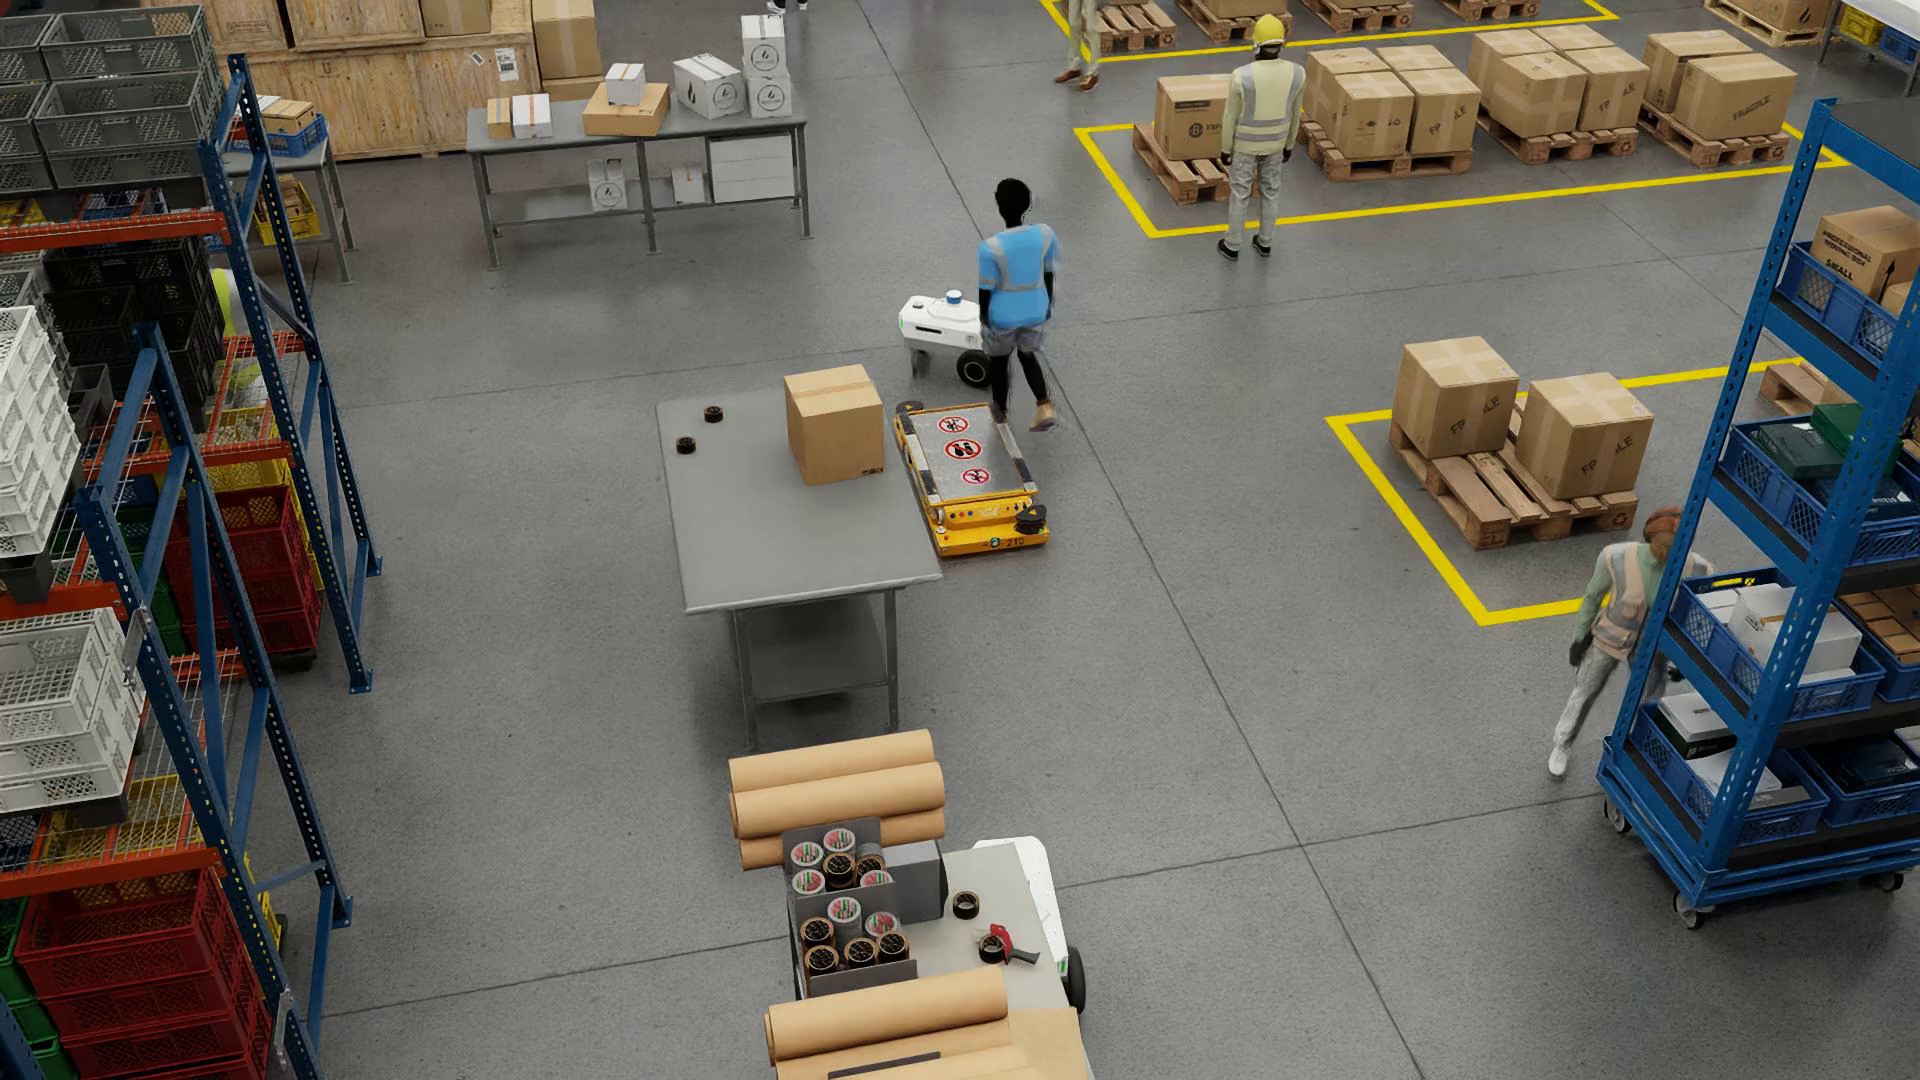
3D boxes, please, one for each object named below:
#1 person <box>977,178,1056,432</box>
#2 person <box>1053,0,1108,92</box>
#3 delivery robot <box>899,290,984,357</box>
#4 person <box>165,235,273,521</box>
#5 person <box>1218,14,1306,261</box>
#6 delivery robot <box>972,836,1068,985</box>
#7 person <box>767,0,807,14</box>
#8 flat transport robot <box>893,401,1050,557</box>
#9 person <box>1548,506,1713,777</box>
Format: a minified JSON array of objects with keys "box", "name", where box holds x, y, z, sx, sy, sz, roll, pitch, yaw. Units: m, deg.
[{"box":[0.372,-1.375,10.205,0.552,1.667,0.533,-14,39,-18],"name":"person"},{"box":[1.111,-4.969,14.883,0.533,1.864,0.310,28,45,32],"name":"person"},{"box":[-0.040,-1.440,11.155,0.707,0.478,0.477,12,38,16],"name":"delivery robot"},{"box":[-4.201,-0.945,9.495,0.633,1.841,0.429,-17,40,-22],"name":"person"},{"box":[2.175,-2.921,12.168,0.589,1.825,0.403,-7,37,-10],"name":"person"},{"box":[0.242,1.591,7.081,0.477,0.478,0.707,-4,37,-5],"name":"delivery robot"},{"box":[-1.765,-6.217,16.521,0.589,1.914,0.392,-16,39,-20],"name":"person"},{"box":[0.046,-0.430,10.108,0.652,0.197,1.431,-8,37,-10],"name":"flat transport robot"},{"box":[3.108,0.503,7.725,0.536,1.628,0.335,11,38,14],"name":"person"}]
